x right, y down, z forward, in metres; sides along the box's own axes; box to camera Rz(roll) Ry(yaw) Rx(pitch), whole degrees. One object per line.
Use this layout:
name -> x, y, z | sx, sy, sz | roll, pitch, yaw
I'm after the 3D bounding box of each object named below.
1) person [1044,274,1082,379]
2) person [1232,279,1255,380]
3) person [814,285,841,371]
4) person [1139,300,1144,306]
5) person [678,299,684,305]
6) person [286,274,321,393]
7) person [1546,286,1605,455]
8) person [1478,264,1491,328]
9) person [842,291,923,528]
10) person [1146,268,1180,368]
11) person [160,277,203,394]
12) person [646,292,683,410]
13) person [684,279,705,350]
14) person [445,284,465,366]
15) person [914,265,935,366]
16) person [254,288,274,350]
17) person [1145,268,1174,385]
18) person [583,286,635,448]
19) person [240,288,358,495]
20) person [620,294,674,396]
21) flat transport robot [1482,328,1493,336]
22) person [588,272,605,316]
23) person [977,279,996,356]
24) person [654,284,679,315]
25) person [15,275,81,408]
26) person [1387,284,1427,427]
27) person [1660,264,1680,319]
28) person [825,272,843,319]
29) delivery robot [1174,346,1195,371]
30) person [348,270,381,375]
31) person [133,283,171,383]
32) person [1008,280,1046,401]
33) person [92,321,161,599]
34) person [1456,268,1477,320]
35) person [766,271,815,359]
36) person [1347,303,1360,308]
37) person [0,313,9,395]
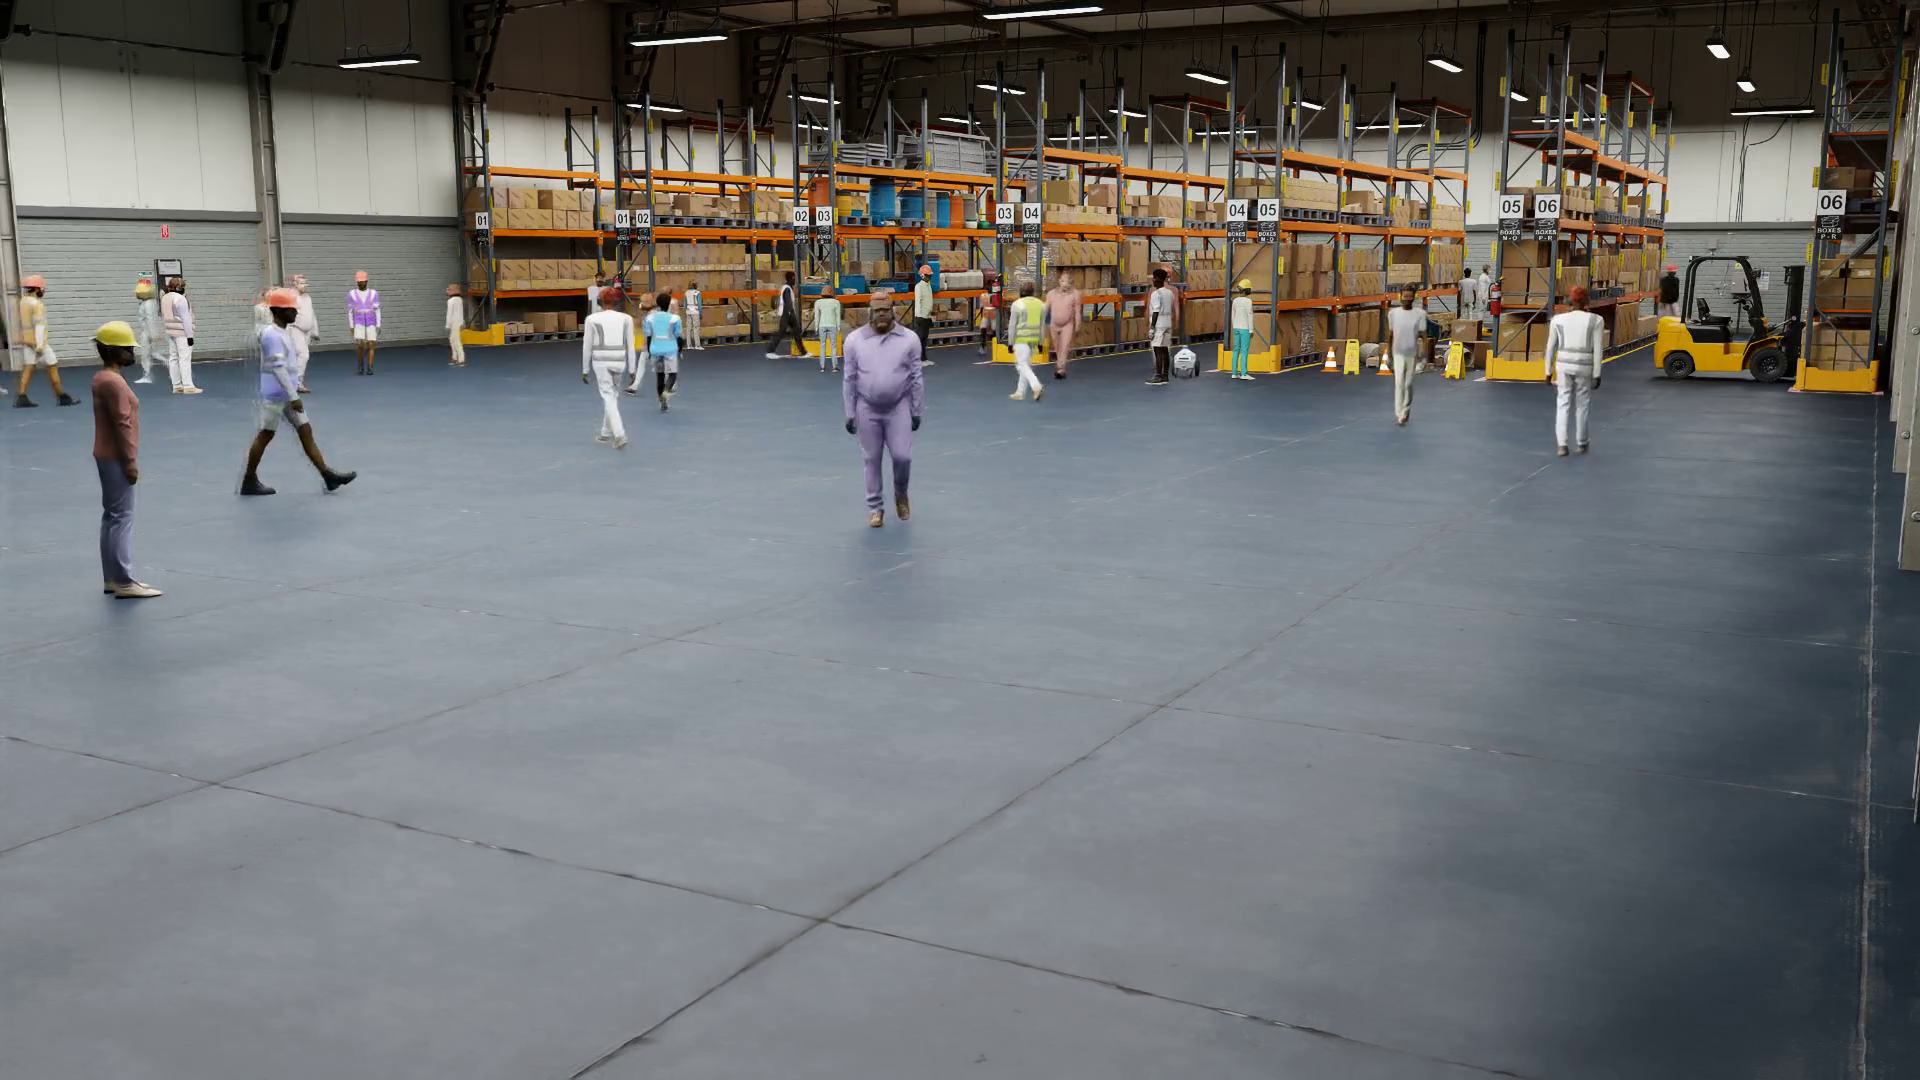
person -> 1.766, -3.750, 29.354 | 0.669, 1.841, 1.011 | 4, 10, 21
person -> 4.994, -3.700, 29.308 | 0.308, 1.769, 0.524 | -5, 11, -29
person -> -2.498, -4.001, 31.450 | 0.498, 1.634, 0.280 | 1, 10, 6
person -> 5.673, -7.556, 51.379 | 0.373, 1.940, 0.630 | 6, 11, 30
person -> -7.061, -5.970, 42.633 | 0.535, 1.754, 0.362 | 6, 11, 32
person -> -10.470, -3.273, 26.451 | 0.531, 1.884, 0.642 | 2, 10, 11
person -> 6.741, -1.851, 18.255 | 0.600, 1.853, 0.816 | 5, 11, 28
person -> 15.131, -6.974, 47.968 | 0.372, 1.940, 0.632 | 4, 10, 22
person -> -0.621, -1.039, 13.358 | 0.642, 1.896, 0.417 | 0, 10, -1
person -> 3.922, -4.278, 32.164 | 0.647, 1.963, 0.782 | 1, 10, 6
person -> -12.355, -3.236, 26.372 | 0.627, 1.843, 0.429 | 6, 12, 33
person -> -4.149, -2.624, 23.273 | 0.540, 1.682, 0.626 | 1, 10, 6
person -> -6.188, -5.222, 38.597 | 0.514, 1.636, 0.314 | 7, 12, 34
person -> -10.116, -4.273, 33.064 | 0.557, 1.613, 0.523 | 1, 10, 7
person -> -0.701, -4.454, 33.049 | 0.388, 1.996, 0.612 | 4, 10, 21
person -> -11.822, -3.501, 28.535 | 0.516, 1.635, 0.312 | -9, 13, -42
person -> 3.384, -3.614, 28.213 | 0.368, 1.966, 0.603 | 7, 12, 34
person -> -4.006, -1.975, 19.012 | 0.587, 1.840, 0.965 | -7, 12, -35
person -> -6.125, -1.344, 15.178 | 1.035, 1.879, 0.553 | -1, 10, -8
person -> -4.864, -3.029, 25.903 | 0.842, 1.585, 0.503 | -5, 11, -27
flat transport robot -> 14.016, -5.712, 45.457 | 0.652, 0.197, 1.431 | -1, 10, -5
person -> -7.549, -4.705, 34.983 | 0.545, 1.828, 0.908 | -3, 10, -17
person -> 0.632, -4.816, 36.150 | 0.538, 1.663, 0.812 | 3, 10, 19
person -> -5.765, -4.193, 32.596 | 0.515, 1.631, 0.492 | 1, 10, 5
person -> -13.267, -2.860, 23.984 | 0.548, 1.900, 0.866 | 6, 12, 33
person -> 5.796, -2.403, 21.557 | 0.516, 1.832, 0.935 | 3, 10, 17
person -> 18.509, -6.183, 43.235 | 0.637, 1.964, 0.761 | -3, 10, -17
person -> -2.992, -5.373, 38.982 | 0.624, 1.799, 0.849 | 5, 11, 26
delivery robot -> 4.057, -3.257, 29.979 | 0.477, 0.478, 0.707 | 2, 10, 11
person -> -10.848, -3.949, 30.341 | 0.545, 1.918, 0.576 | -4, 10, -21
person -> -13.909, -3.562, 28.611 | 0.613, 1.725, 0.497 | -5, 11, -27
person -> 1.022, -2.980, 24.950 | 0.631, 1.814, 0.817 | -8, 12, -38
person -> -5.351, -0.510, 10.637 | 0.330, 1.765, 0.533 | -8, 12, -38
person -> 13.616, -6.374, 44.701 | 0.509, 1.860, 0.333 | 2, 10, 14
person -> -3.656, -4.777, 35.338 | 1.019, 1.871, 0.596 | 0, 10, 1
person -> 11.727, -7.272, 49.415 | 0.974, 2.000, 0.688 | 7, 12, 36
person -> -14.879, -3.094, 25.590 | 0.654, 1.820, 0.755 | 3, 10, 16
